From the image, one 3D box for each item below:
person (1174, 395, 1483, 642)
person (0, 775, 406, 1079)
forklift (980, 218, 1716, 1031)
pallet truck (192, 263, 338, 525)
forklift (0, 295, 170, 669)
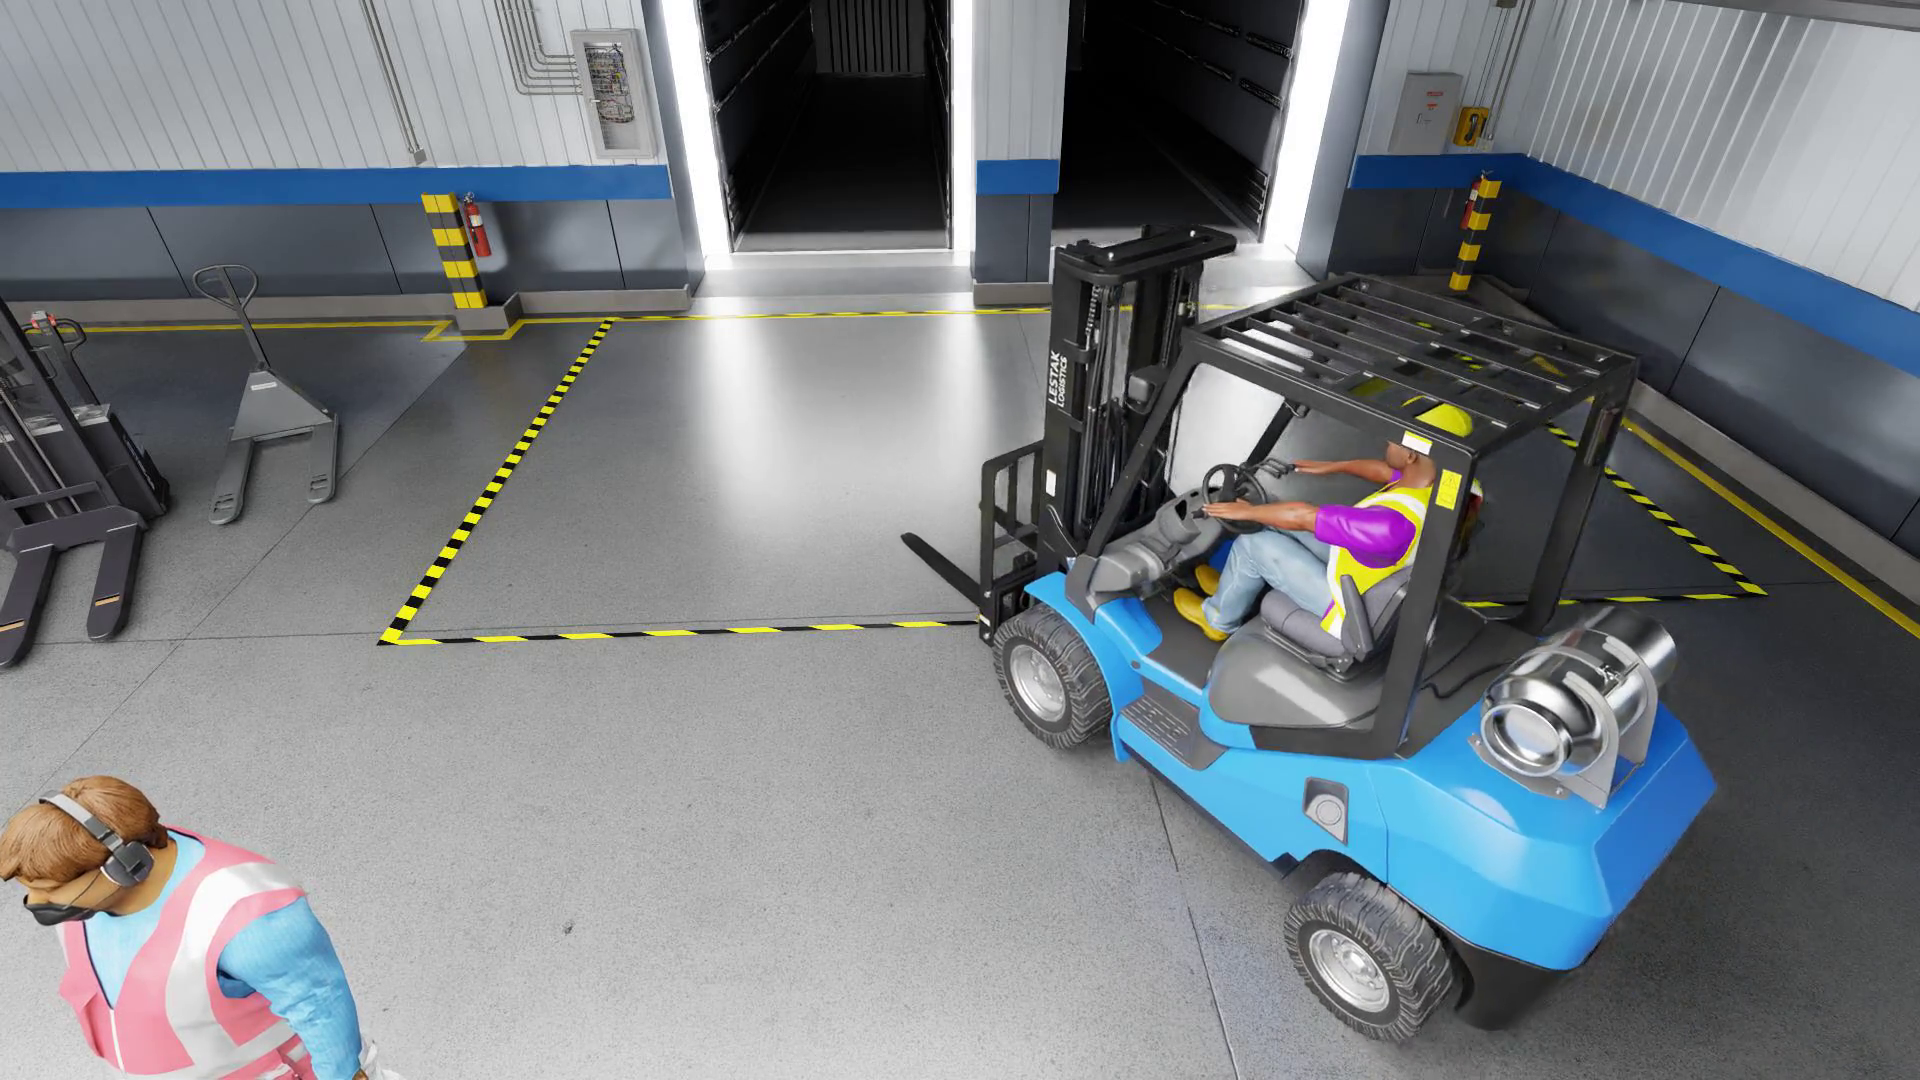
[{"bbox_3d":[1.311,-0.067,3.447,0.635,1.294,1.004,-23,41,-30],"label":"person"},{"bbox_3d":[-1.768,1.264,2.309,0.624,1.844,0.429,9,36,13],"label":"person"},{"bbox_3d":[1.341,0.117,3.511,1.157,2.036,2.680,-23,41,-30],"label":"forklift"},{"bbox_3d":[-4.778,-1.027,6.128,0.680,1.201,1.601,-17,38,-23],"label":"pallet truck"},{"bbox_3d":[-5.212,-0.618,4.878,0.823,1.965,1.885,-20,39,-26],"label":"forklift"}]
